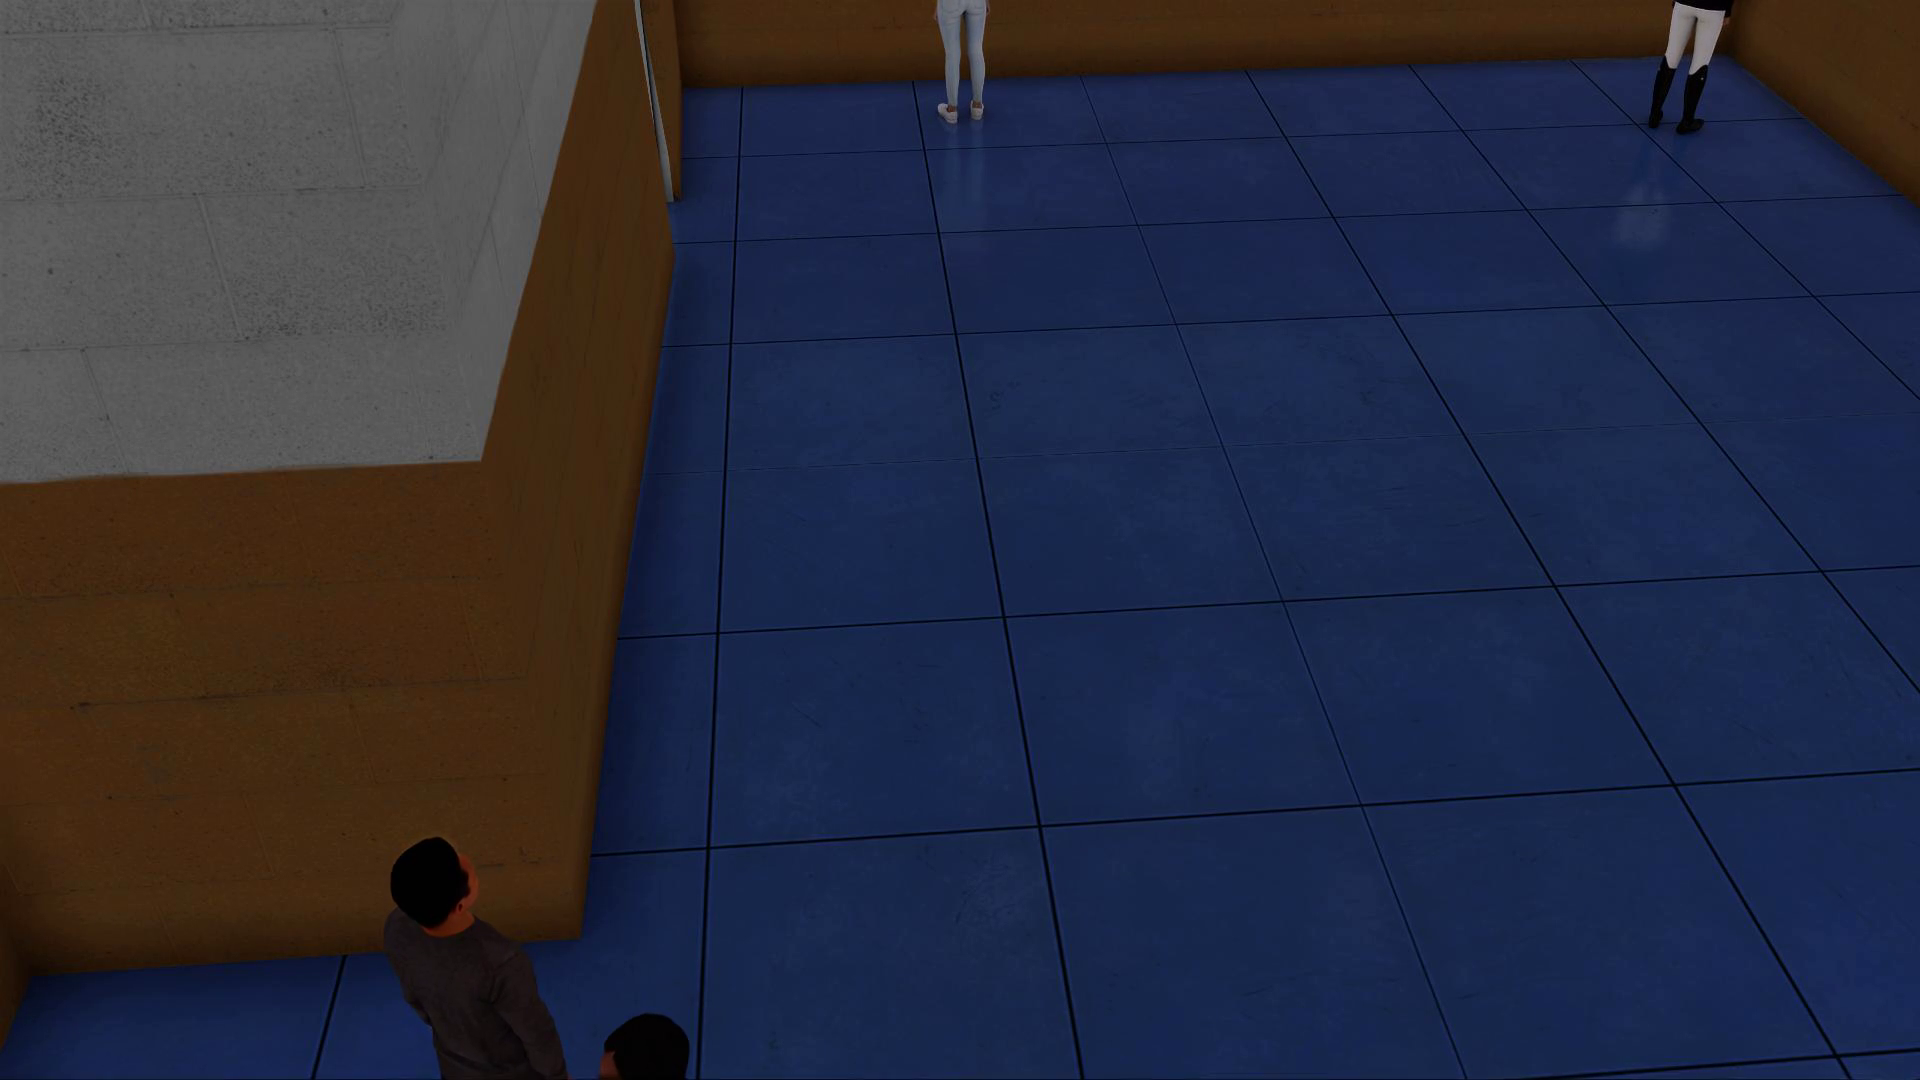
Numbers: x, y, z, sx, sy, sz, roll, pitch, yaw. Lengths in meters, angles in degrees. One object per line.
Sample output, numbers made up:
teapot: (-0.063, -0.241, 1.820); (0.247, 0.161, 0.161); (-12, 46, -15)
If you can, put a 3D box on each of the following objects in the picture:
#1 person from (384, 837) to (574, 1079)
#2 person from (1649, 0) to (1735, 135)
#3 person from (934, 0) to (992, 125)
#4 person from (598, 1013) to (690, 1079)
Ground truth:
person: (-1.361, 1.504, 4.800); (0.649, 1.769, 0.775); (-12, 38, -15)
person: (5.267, -3.768, 11.843); (0.664, 1.729, 0.724); (27, 44, 31)
person: (0.019, -3.879, 11.986); (0.548, 1.751, 0.671); (-9, 38, -11)
person: (-0.770, 1.836, 4.380); (0.664, 1.741, 0.711); (30, 46, 34)
